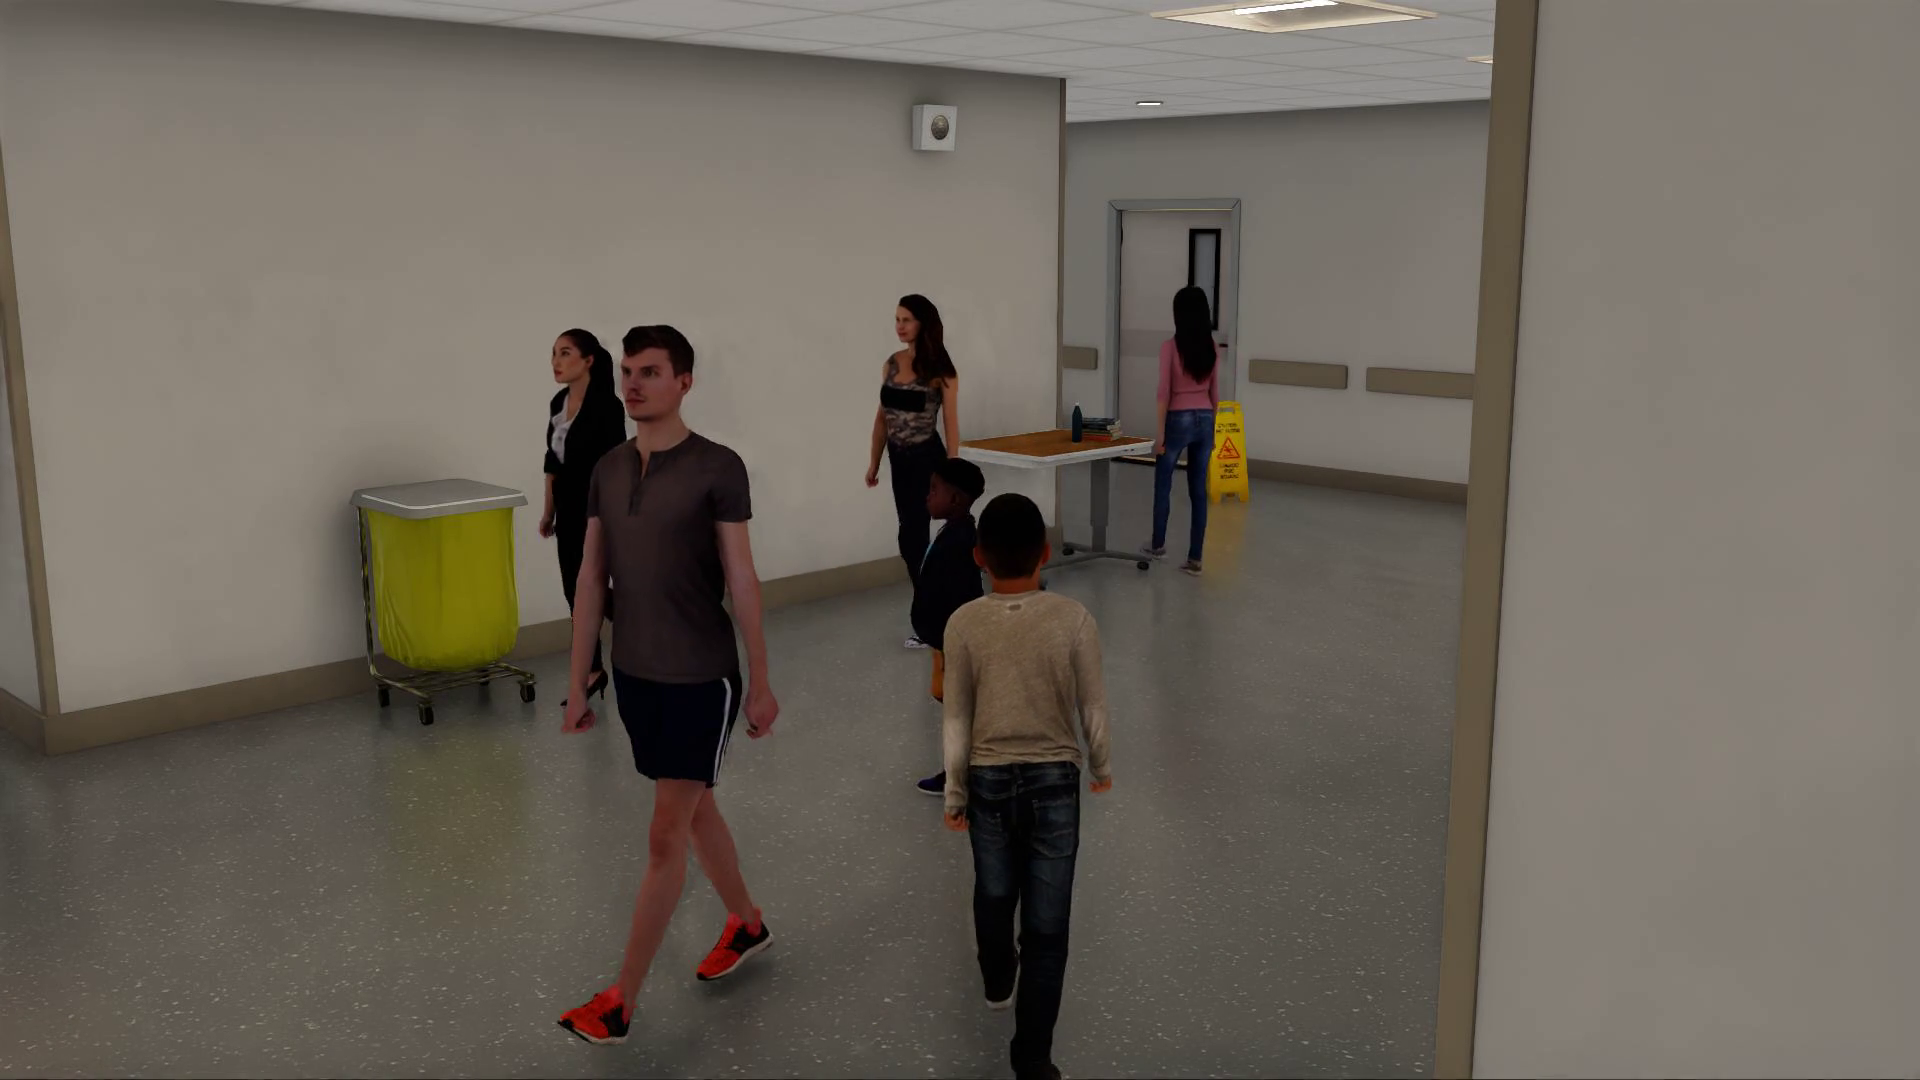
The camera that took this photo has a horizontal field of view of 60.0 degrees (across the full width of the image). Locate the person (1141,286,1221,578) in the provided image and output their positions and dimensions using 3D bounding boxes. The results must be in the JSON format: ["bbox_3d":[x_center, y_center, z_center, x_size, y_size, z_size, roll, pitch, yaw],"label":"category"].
[{"bbox_3d":[1.392,-0.636,9.957,0.883,1.722,1.032,-3,11,-15],"label":"person"}]

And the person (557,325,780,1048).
[{"bbox_3d":[-0.705,0.366,4.439,1.166,1.811,0.953,6,12,29],"label":"person"}]

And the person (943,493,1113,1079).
[{"bbox_3d":[0.153,0.645,3.999,1.004,1.426,0.984,2,11,9],"label":"person"}]

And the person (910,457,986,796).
[{"bbox_3d":[0.052,0.323,6.131,0.723,1.264,0.666,-1,11,-4],"label":"person"}]

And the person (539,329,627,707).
[{"bbox_3d":[-1.568,-0.094,7.298,0.626,1.649,0.667,9,14,40],"label":"person"}]

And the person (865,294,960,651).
[{"bbox_3d":[-0.151,-0.336,8.294,0.581,1.753,0.672,10,15,42],"label":"person"}]
